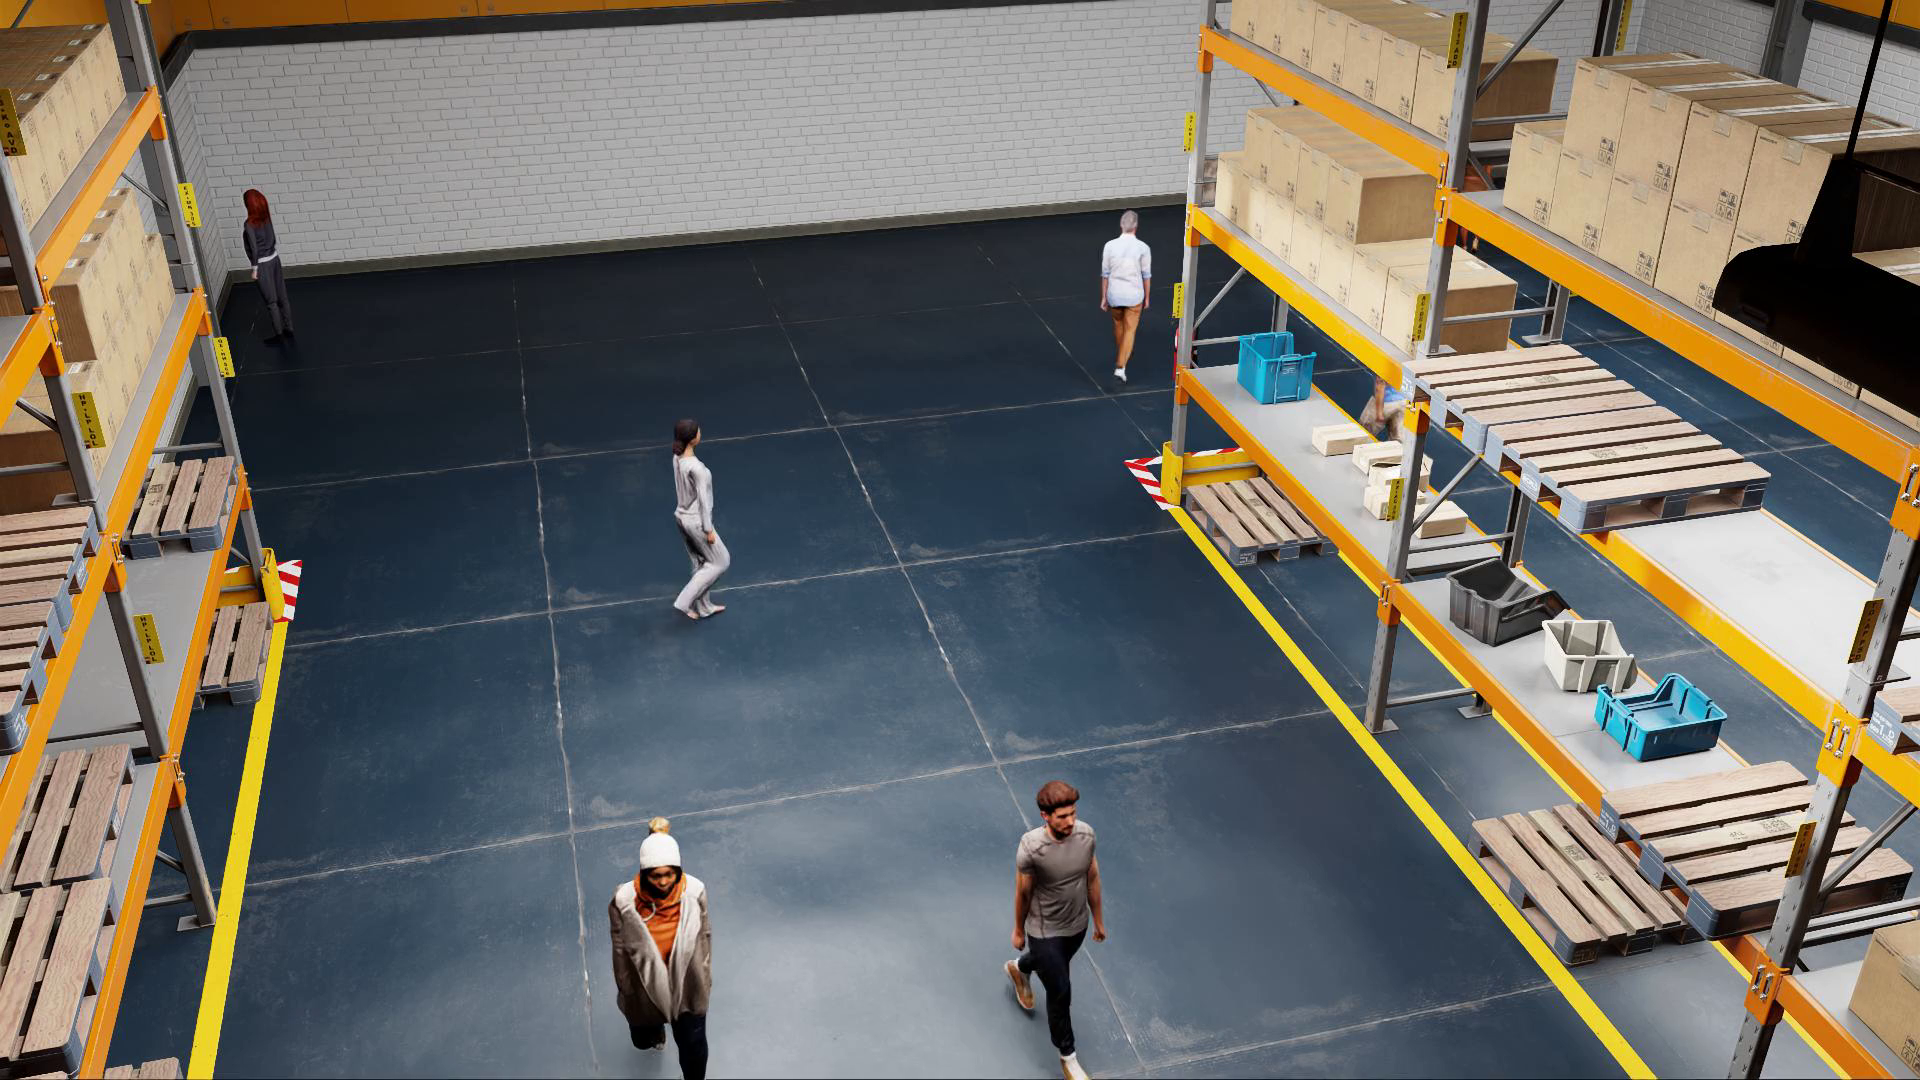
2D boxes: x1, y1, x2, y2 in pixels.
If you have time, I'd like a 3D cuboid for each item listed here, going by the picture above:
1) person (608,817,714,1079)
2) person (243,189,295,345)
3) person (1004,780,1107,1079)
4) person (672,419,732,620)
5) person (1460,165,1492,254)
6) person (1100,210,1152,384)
[{"bbox_3d":[-1.580,2.251,8.833,0.685,1.867,1.023,-8,30,-13],"label":"person"},{"bbox_3d":[-7.797,-3.079,18.696,0.709,1.780,0.592,6,29,12],"label":"person"},{"bbox_3d":[0.491,2.065,9.179,0.857,1.861,1.277,-15,32,-26],"label":"person"},{"bbox_3d":[-2.170,-0.117,13.282,0.787,1.764,0.738,-17,33,-28],"label":"person"},{"bbox_3d":[6.535,-4.395,21.215,0.639,1.676,0.734,1,29,1],"label":"person"},{"bbox_3d":[1.754,-2.565,17.742,1.119,1.791,1.277,10,30,18],"label":"person"}]
